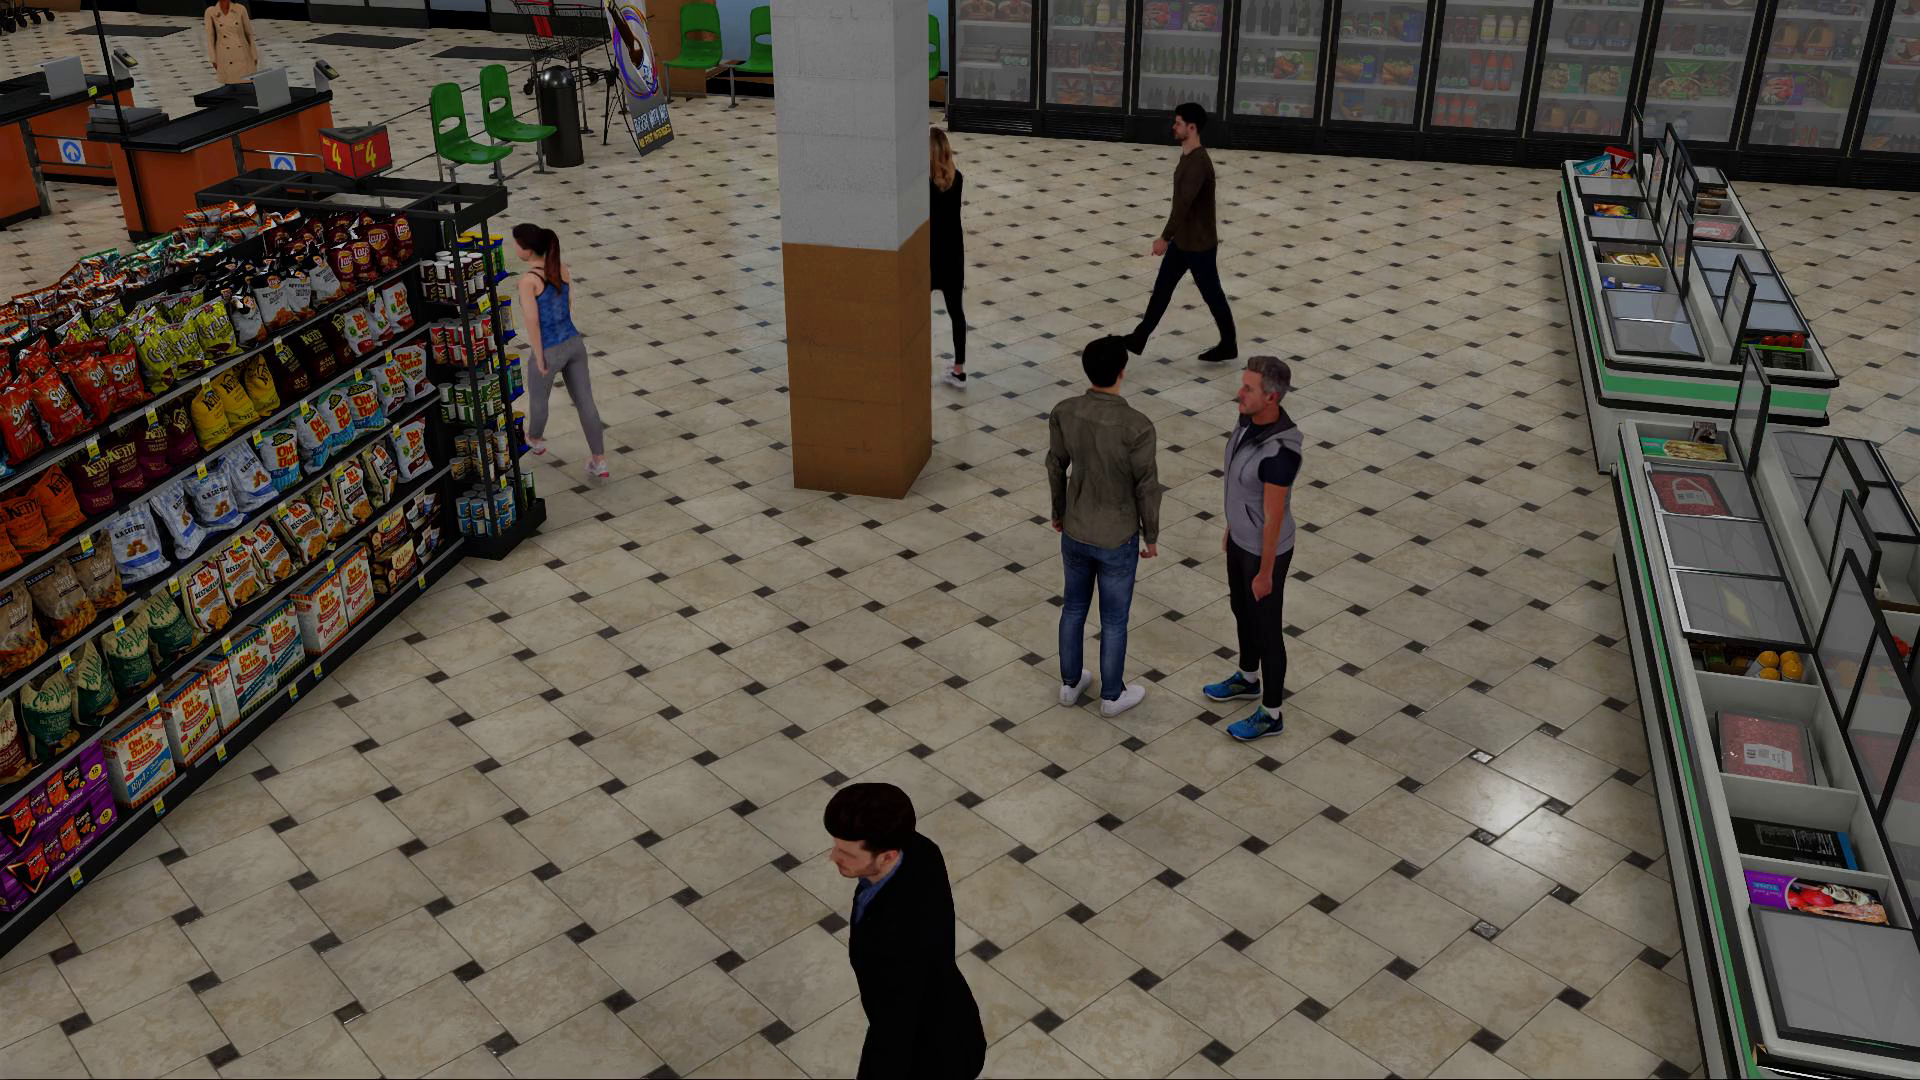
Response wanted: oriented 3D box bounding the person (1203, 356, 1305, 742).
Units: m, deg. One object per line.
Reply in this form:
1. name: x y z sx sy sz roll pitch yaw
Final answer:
1. person: 1.366 0.022 7.537 0.815 1.822 0.665 -5 27 -10

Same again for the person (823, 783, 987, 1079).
1. person: -0.062 1.407 4.776 0.900 1.851 0.813 -1 27 -2

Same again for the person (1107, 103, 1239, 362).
1. person: 1.736 -2.097 11.717 1.030 1.823 1.207 -4 27 -8

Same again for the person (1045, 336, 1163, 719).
1. person: 0.635 -0.044 7.619 0.765 1.866 0.682 15 30 27

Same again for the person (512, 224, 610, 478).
1. person: -2.386 -1.099 10.040 0.984 1.558 1.100 23 35 38

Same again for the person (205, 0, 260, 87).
1. person: -7.857 -5.217 18.025 0.724 1.680 0.746 -10 29 -20
